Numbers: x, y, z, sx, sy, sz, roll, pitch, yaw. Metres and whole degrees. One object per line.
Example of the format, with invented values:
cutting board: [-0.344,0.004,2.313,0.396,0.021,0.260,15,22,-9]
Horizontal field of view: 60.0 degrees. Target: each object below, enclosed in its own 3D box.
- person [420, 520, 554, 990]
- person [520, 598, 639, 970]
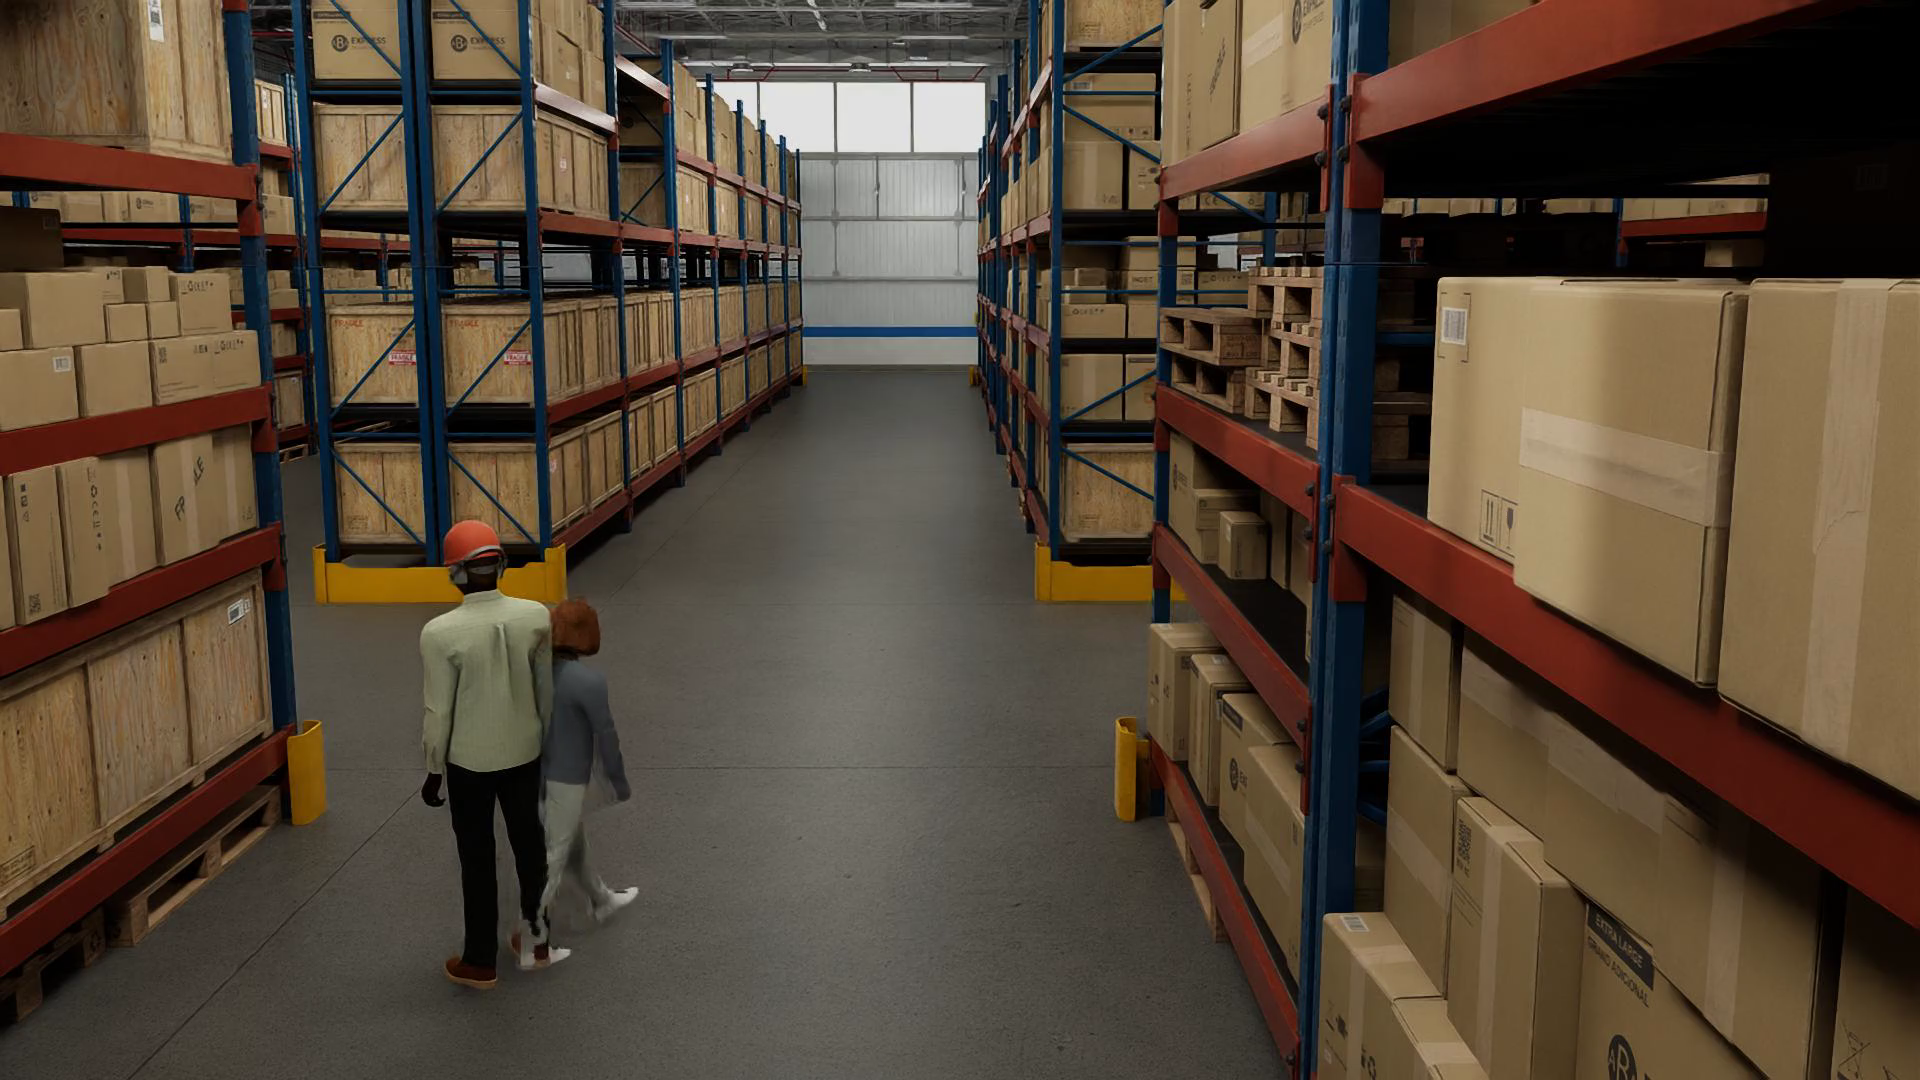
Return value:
person: [-2.001,0.903,7.058,0.391,1.986,0.609,9,13,42]
person: [-1.690,1.046,7.390,0.507,1.593,0.827,7,12,38]
